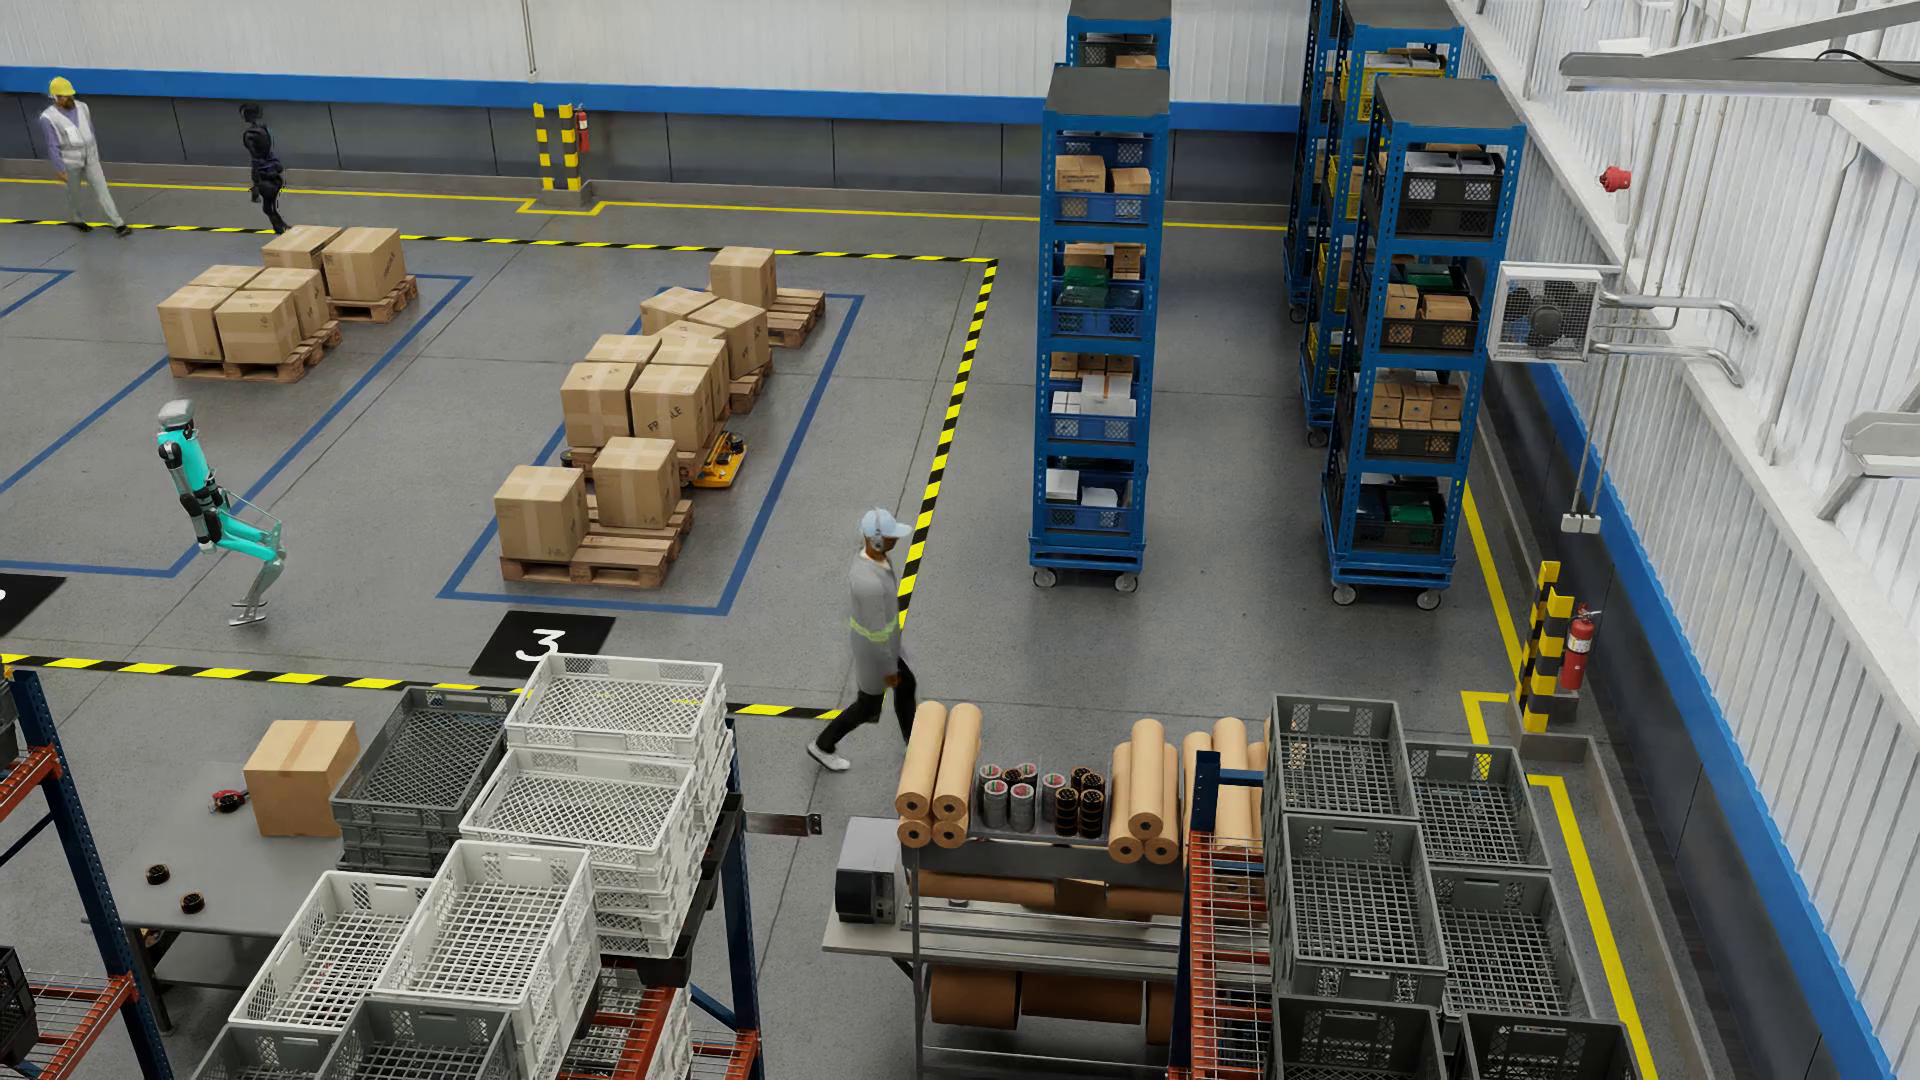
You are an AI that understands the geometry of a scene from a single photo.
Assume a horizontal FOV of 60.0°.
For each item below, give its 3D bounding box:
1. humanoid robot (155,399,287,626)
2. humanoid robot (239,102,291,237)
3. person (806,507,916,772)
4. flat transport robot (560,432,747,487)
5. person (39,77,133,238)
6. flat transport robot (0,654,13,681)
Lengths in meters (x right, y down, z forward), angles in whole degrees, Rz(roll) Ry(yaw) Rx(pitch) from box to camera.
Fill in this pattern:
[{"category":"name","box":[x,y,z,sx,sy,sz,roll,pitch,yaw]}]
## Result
[{"category":"humanoid robot","box":[-4.975,-0.195,11.420,0.735,1.671,0.533,-6,31,-10]},{"category":"humanoid robot","box":[-7.514,-3.917,18.004,0.336,1.647,0.585,-3,30,-4]},{"category":"person","box":[-0.507,0.626,10.058,0.786,1.831,0.594,3,30,5]},{"category":"flat transport robot","box":[-2.554,-0.707,13.861,1.431,0.197,0.652,3,30,6]},{"category":"person","box":[-9.740,-4.220,18.410,0.952,1.780,0.612,18,35,28]},{"category":"flat transport robot","box":[-7.142,0.969,11.010,1.431,0.231,0.659,3,30,6]}]
